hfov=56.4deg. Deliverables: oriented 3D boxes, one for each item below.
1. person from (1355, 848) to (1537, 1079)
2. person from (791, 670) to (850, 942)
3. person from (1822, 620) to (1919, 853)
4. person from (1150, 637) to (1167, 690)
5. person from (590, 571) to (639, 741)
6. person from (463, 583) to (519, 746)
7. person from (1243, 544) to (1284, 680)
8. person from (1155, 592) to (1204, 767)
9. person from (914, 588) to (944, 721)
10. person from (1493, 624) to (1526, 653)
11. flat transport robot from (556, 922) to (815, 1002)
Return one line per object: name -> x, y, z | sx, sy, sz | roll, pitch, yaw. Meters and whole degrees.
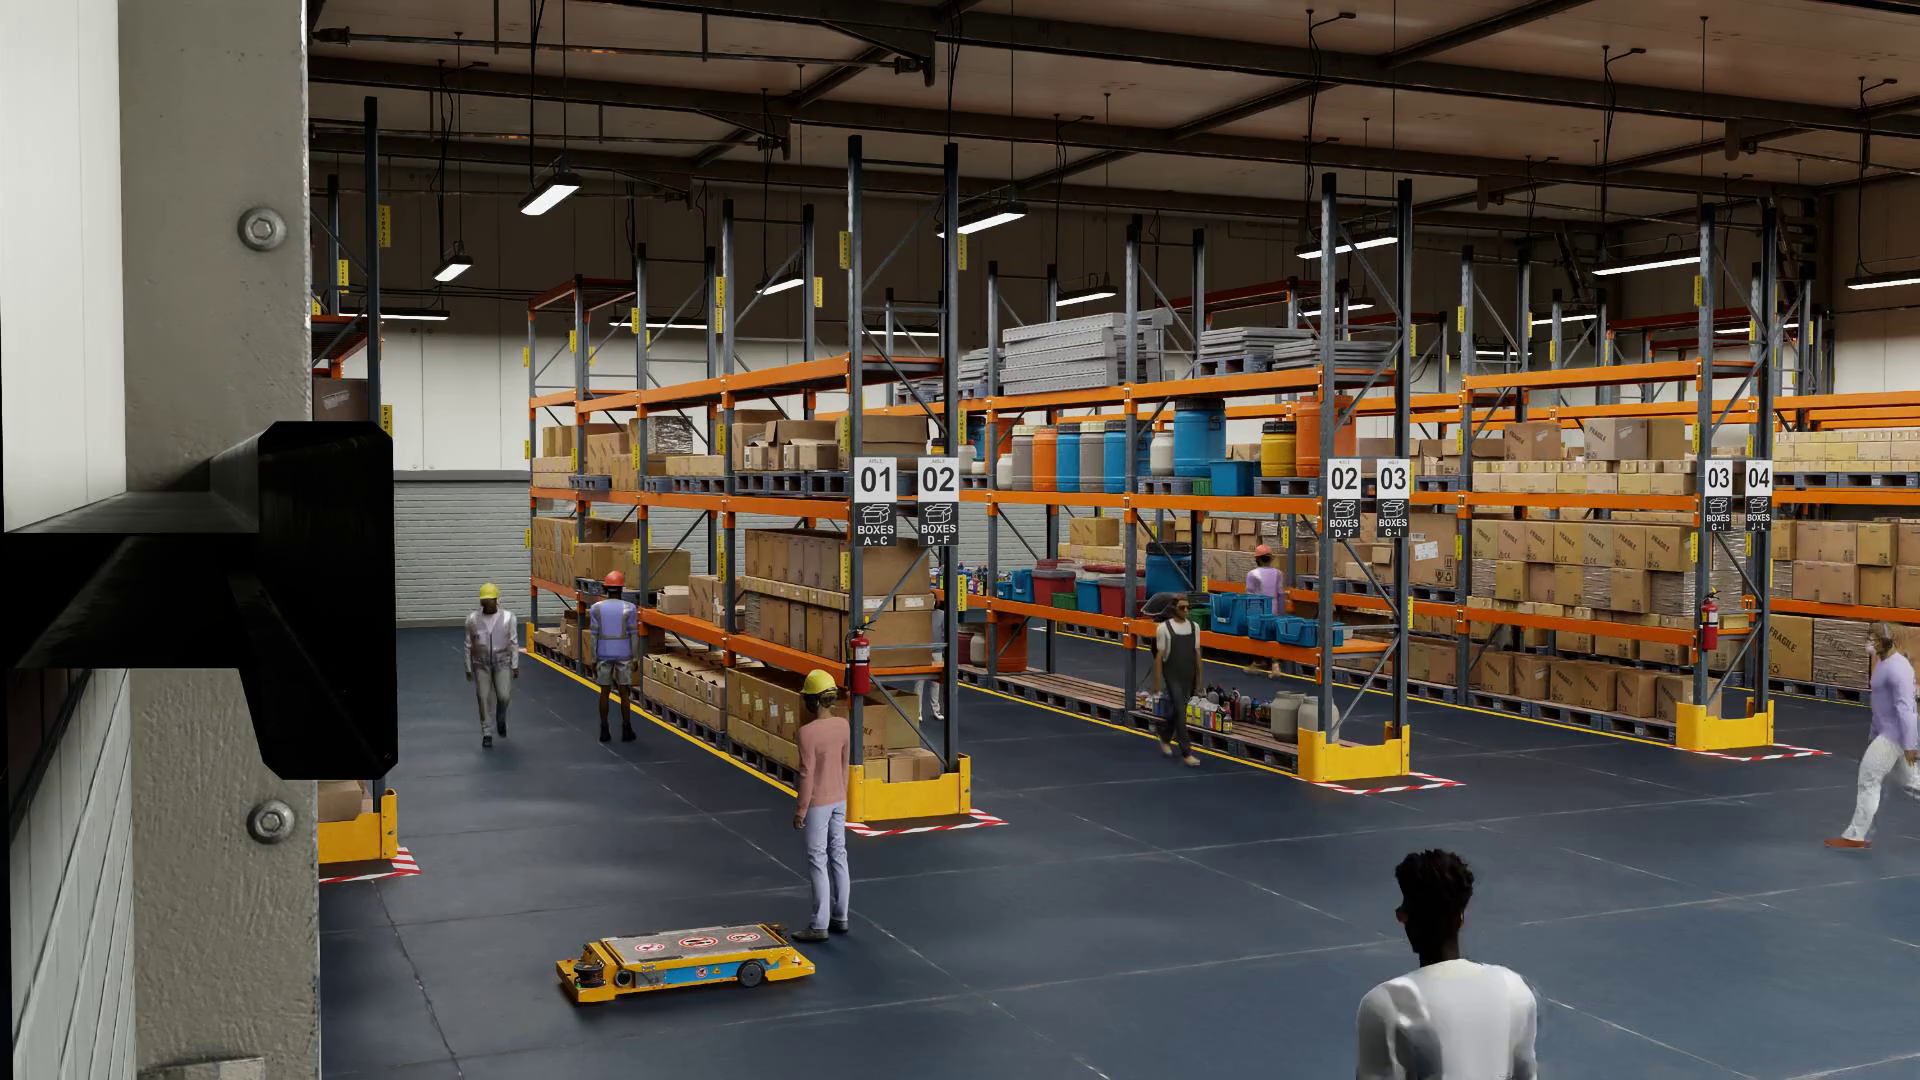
person -> 1.443, 1.892, 5.291 | 0.616, 1.949, 0.479 | -1, 2, -26
person -> -0.921, 1.736, 11.791 | 0.310, 1.768, 0.533 | 1, 3, 31
person -> 7.538, 1.582, 14.356 | 1.029, 1.891, 0.623 | 1, 2, 23
person -> 2.923, 1.127, 24.699 | 0.699, 2.000, 0.537 | -2, 3, -44
person -> -3.939, 1.319, 20.471 | 0.551, 1.934, 0.373 | 0, 2, 0
person -> -5.258, 1.388, 20.083 | 0.608, 1.824, 0.428 | -1, 2, -14
person -> 4.519, 1.059, 26.576 | 0.624, 1.999, 1.032 | -1, 2, -26
person -> 2.290, 1.444, 19.002 | 0.517, 1.810, 0.949 | -1, 2, -25
person -> -0.375, 1.407, 22.079 | 0.507, 1.632, 0.268 | -1, 2, -23
person -> 8.143, 1.153, 26.583 | 0.583, 1.805, 0.856 | -1, 2, -15
flat transport robot -> -1.658, 2.531, 10.816 | 1.431, 0.197, 0.652 | -1, 2, -23
